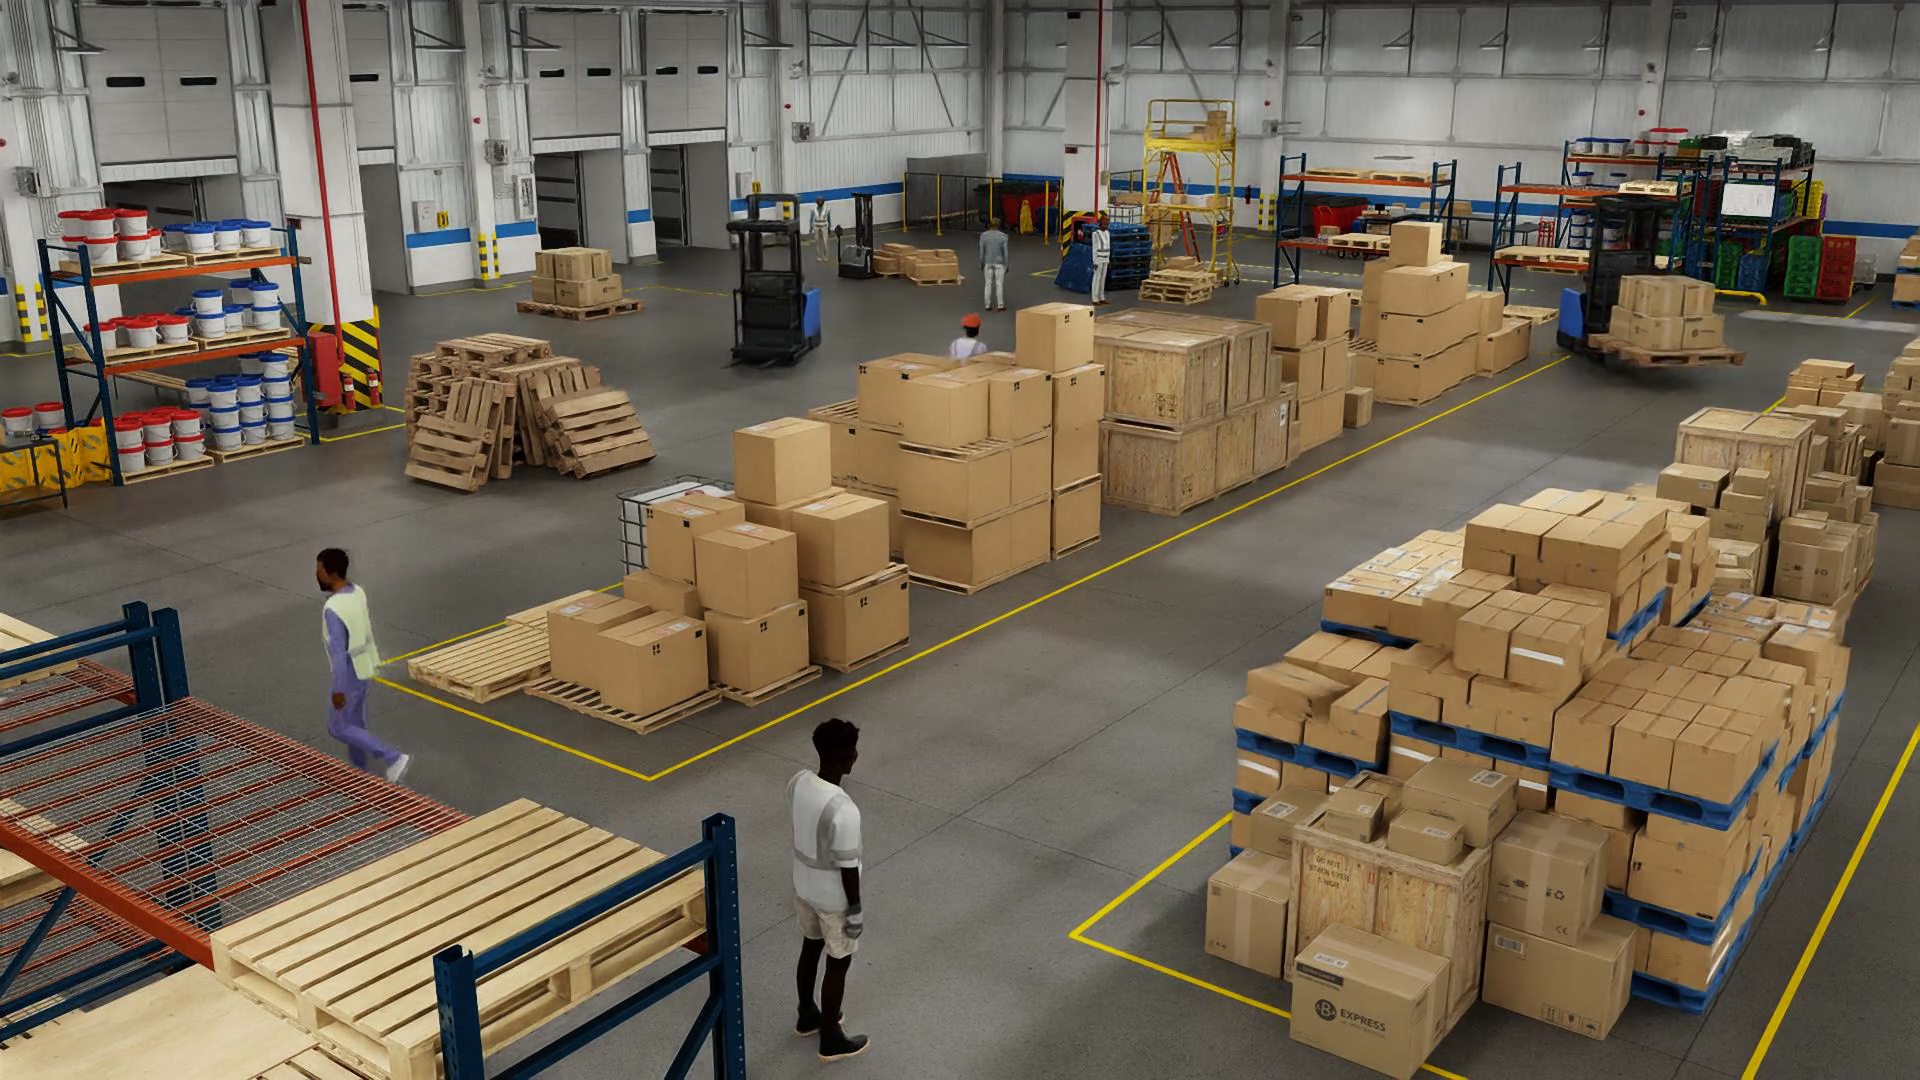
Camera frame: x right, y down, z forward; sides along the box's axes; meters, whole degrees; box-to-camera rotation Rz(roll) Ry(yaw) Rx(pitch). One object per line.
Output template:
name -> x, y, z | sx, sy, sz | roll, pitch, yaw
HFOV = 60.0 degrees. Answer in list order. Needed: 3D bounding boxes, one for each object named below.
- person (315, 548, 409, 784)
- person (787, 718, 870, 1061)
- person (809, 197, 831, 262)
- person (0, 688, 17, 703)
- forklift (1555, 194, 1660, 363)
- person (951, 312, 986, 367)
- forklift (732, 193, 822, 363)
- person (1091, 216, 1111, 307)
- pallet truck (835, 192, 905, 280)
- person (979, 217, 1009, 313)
person -> -4.444, 0.976, 12.202 | 0.544, 1.906, 0.617 | -1, 17, -5
person -> -0.710, 1.894, 9.087 | 0.376, 1.958, 0.607 | -12, 20, -34
person -> -3.505, -7.750, 41.608 | 0.535, 1.609, 0.769 | 0, 17, 0
person -> -8.172, 0.484, 13.846 | 0.532, 1.896, 0.629 | -10, 19, -29
forklift -> 11.441, -4.641, 29.143 | 1.129, 2.768, 1.873 | -1, 17, -5
person -> 0.090, -2.087, 22.339 | 0.550, 1.918, 0.747 | 13, 21, 36
forklift -> -3.214, -4.669, 29.235 | 1.129, 2.768, 1.873 | 4, 17, 12
person -> 2.958, -5.826, 34.757 | 0.356, 1.887, 0.573 | 12, 20, 34
pallet truck -> -1.936, -7.159, 38.982 | 1.885, 1.965, 0.823 | -12, 21, -34
person -> 0.706, -5.629, 34.017 | 0.634, 1.938, 0.355 | 6, 18, 19
